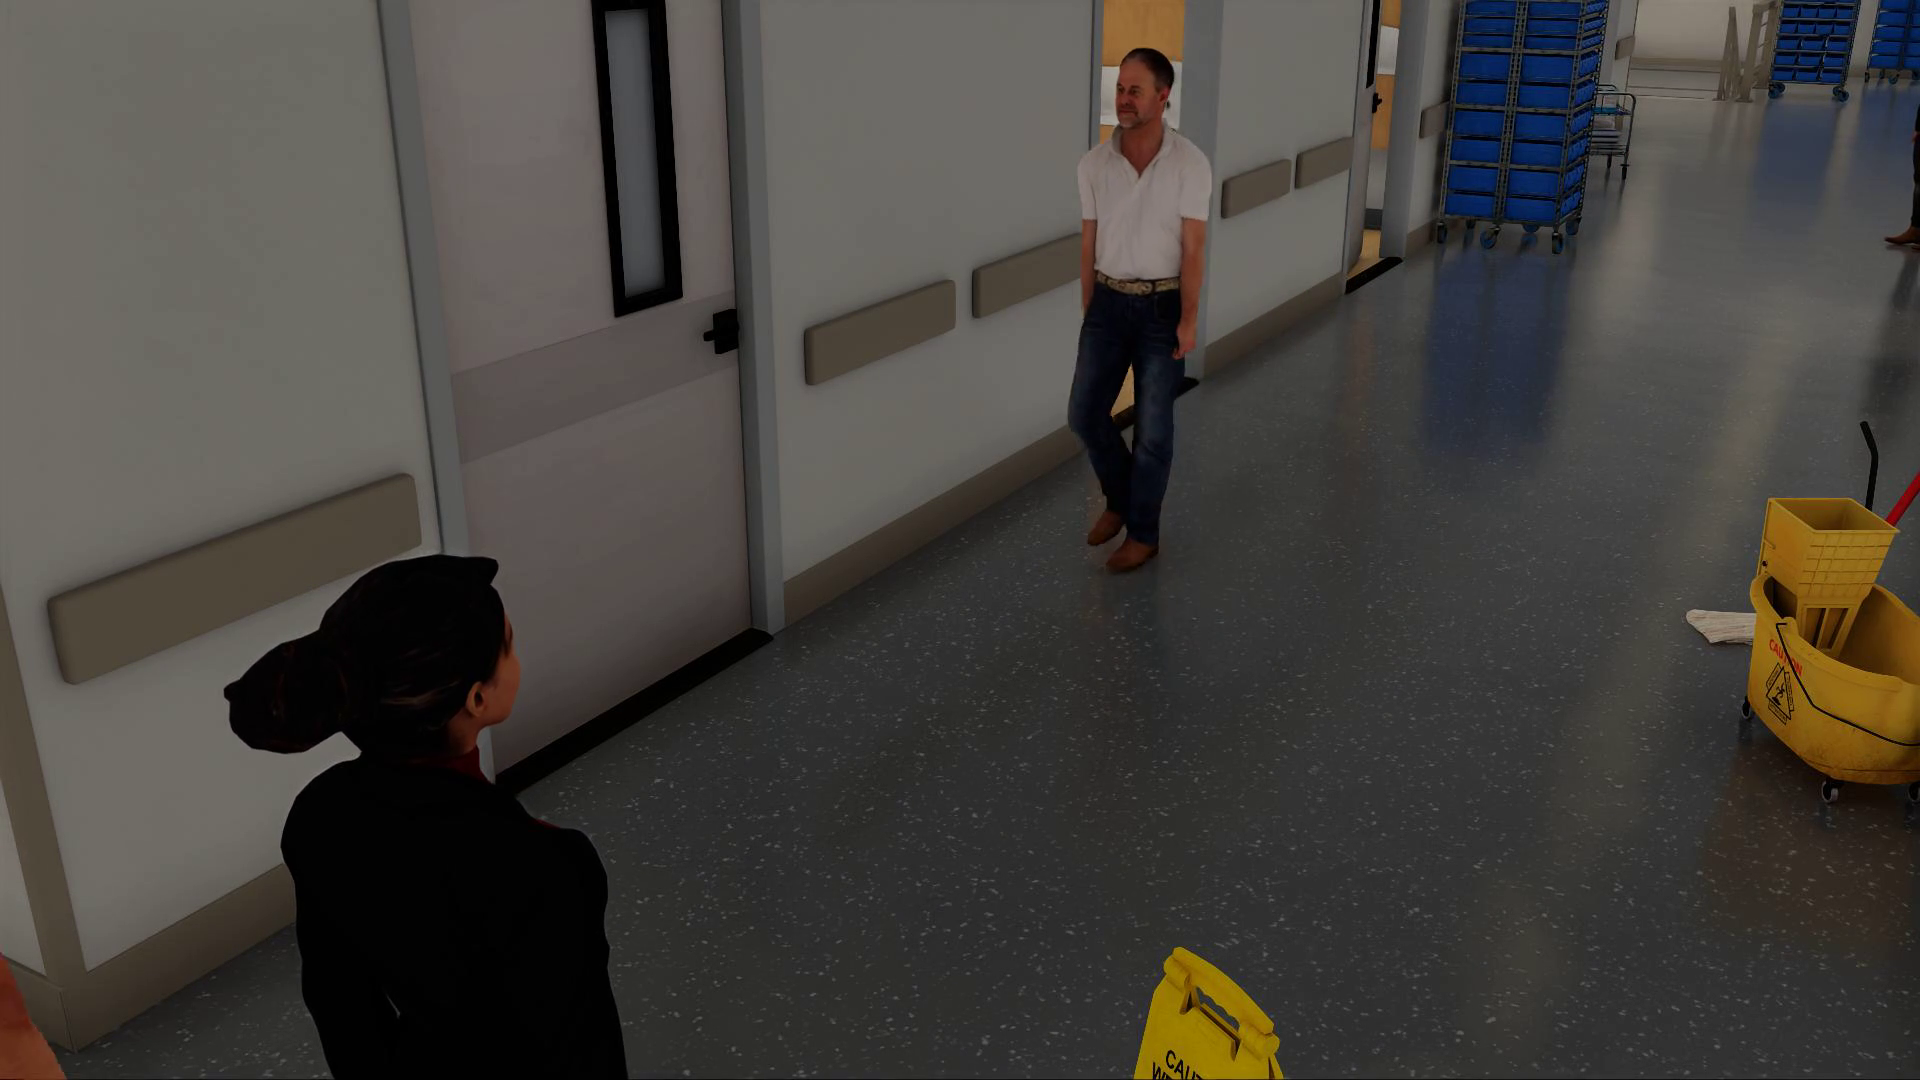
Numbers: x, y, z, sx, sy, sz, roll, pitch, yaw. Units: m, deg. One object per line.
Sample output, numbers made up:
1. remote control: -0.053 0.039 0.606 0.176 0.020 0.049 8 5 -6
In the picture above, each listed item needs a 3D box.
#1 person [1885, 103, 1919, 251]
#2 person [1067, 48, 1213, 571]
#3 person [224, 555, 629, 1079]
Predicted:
1. person: 6.919 -2.919 11.683 0.776 1.722 0.698 -4 21 -11
2. person: 0.703 -0.812 5.951 0.650 1.841 0.661 12 24 29
3. person: -0.556 0.784 2.023 0.567 1.640 0.626 10 23 25
